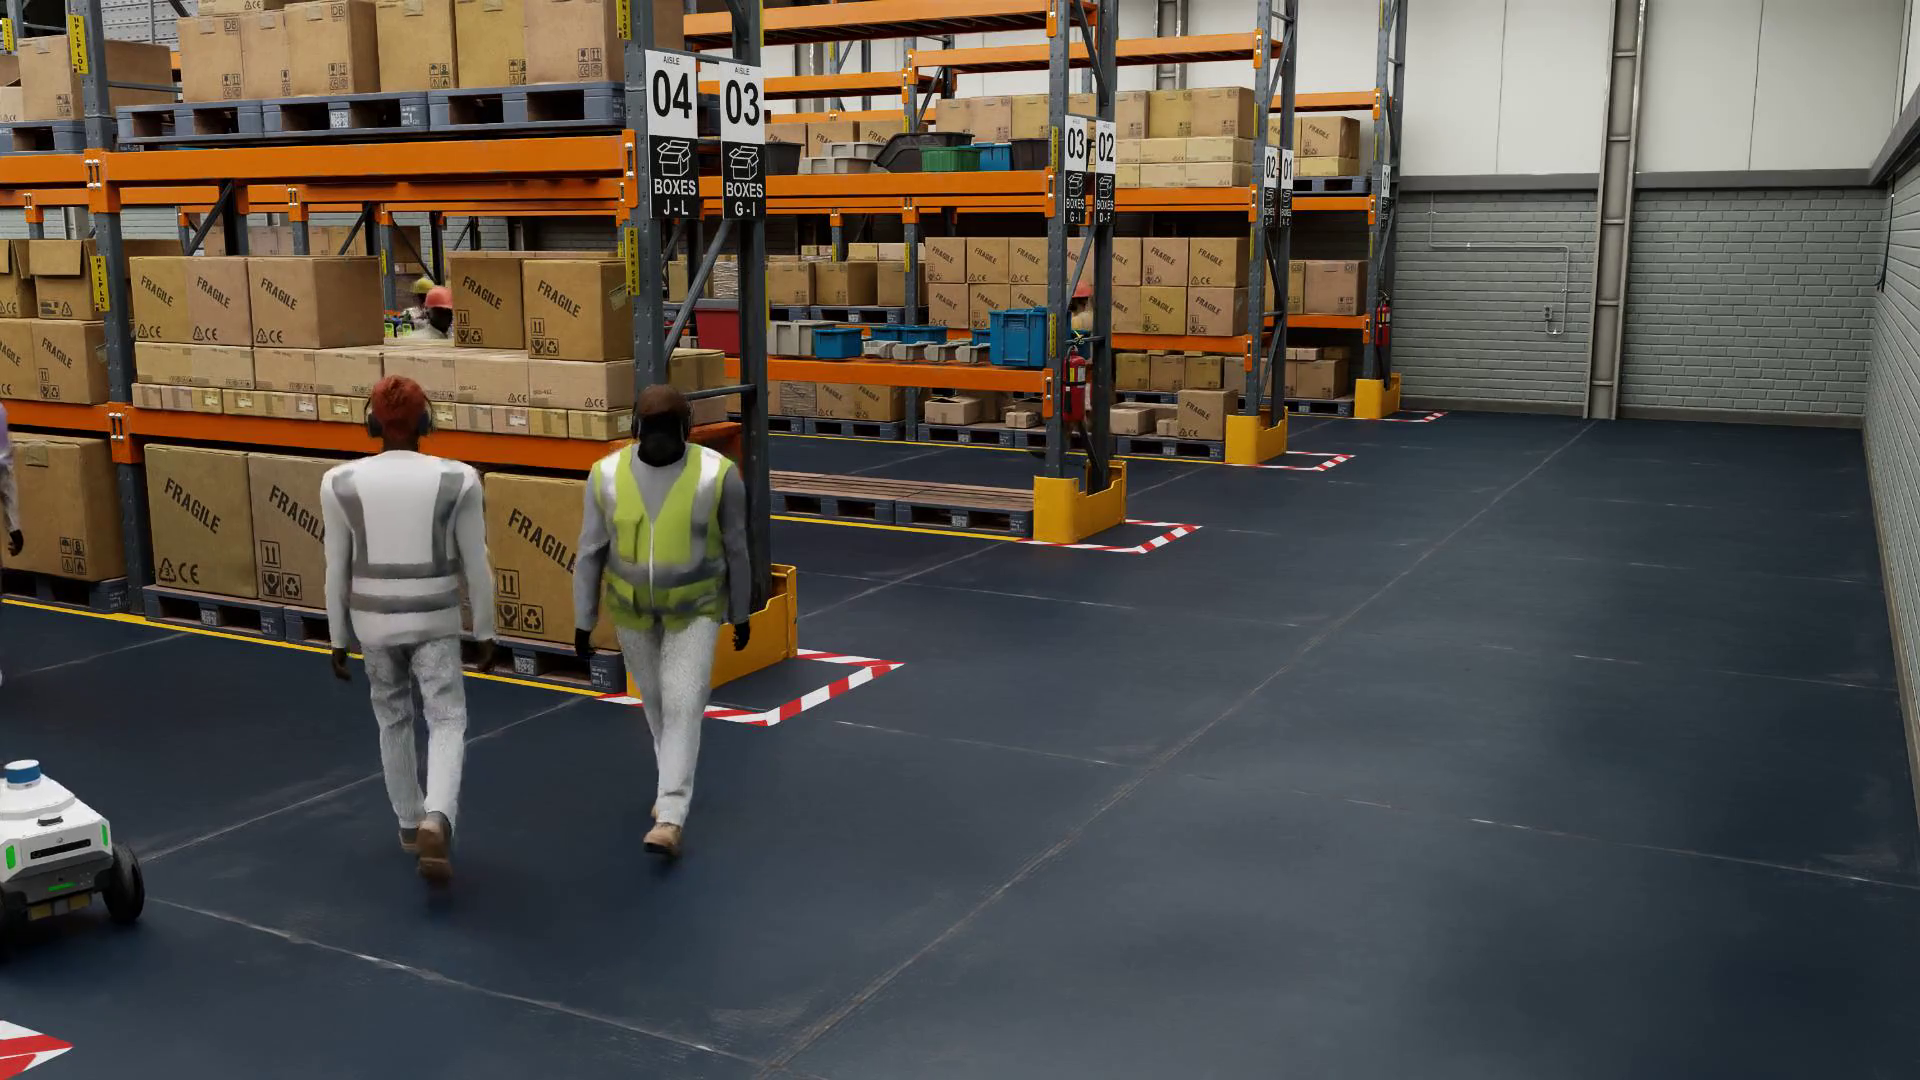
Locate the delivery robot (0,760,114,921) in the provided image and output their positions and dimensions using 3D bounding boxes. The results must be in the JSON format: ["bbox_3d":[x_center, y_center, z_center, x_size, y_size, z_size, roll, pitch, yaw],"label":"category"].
[{"bbox_3d":[-3.193,0.997,5.704,0.477,0.478,0.707,-10,14,-43],"label":"delivery robot"}]

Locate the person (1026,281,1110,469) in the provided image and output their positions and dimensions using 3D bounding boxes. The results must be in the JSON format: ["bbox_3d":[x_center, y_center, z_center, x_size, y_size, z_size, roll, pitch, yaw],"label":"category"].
[{"bbox_3d":[1.106,-1.653,16.791,0.989,1.885,0.552,3,11,16],"label":"person"}]

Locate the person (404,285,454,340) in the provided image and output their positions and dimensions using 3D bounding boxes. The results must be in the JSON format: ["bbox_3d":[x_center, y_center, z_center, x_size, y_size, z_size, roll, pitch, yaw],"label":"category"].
[{"bbox_3d":[-4.092,-1.006,13.018,0.746,1.974,0.627,9,14,40],"label":"person"}]

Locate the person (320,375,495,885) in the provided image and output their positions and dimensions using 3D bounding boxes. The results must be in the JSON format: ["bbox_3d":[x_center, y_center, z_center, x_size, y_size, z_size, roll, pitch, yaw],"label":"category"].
[{"bbox_3d":[-2.011,0.324,6.092,0.594,1.857,0.847,-2,11,-12],"label":"person"}]

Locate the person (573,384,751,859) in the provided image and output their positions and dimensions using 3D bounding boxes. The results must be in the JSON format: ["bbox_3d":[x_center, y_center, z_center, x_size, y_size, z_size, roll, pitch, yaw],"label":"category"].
[{"bbox_3d":[-1.163,0.301,6.396,0.649,1.784,0.989,1,10,6],"label":"person"}]

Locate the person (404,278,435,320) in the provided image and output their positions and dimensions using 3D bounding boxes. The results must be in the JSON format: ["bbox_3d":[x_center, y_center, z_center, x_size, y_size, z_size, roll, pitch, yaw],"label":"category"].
[{"bbox_3d":[-6.087,-2.052,19.002,0.972,1.883,0.588,4,11,21],"label":"person"}]

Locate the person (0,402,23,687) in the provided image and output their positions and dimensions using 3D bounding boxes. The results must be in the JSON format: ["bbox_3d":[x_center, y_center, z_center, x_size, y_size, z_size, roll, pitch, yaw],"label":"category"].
[{"bbox_3d":[-4.991,-0.097,8.225,0.611,1.908,0.461,-6,12,-31],"label":"person"}]
